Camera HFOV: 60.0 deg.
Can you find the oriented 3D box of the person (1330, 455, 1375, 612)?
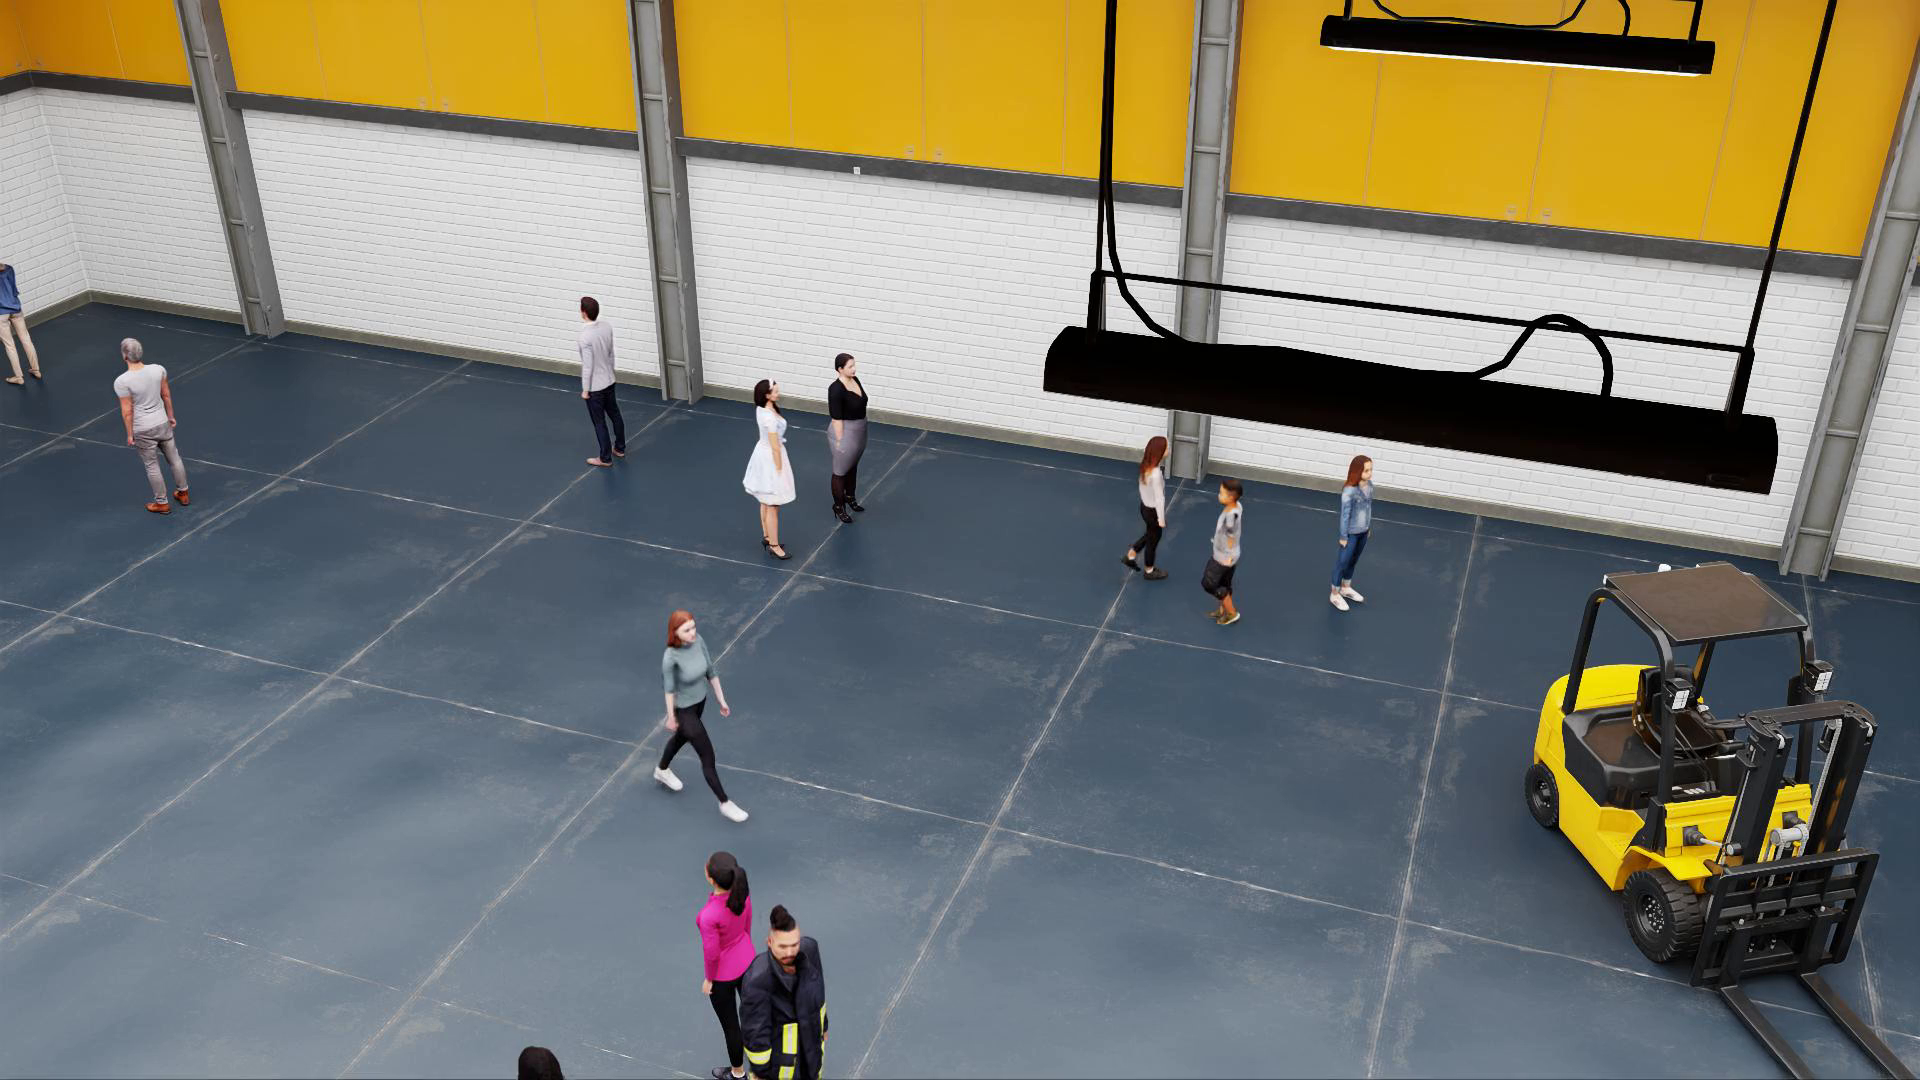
[{"bbox_3d":[3.558,-0.090,15.031,0.637,1.476,0.633,-25,37,-37],"label":"person"}]

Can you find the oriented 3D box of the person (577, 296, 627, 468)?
[{"bbox_3d":[-3.811,-1.681,17.556,0.574,1.850,0.694,13,31,22],"label":"person"}]

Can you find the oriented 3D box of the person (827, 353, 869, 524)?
[{"bbox_3d":[-1.131,-1.034,16.464,0.611,1.760,0.665,11,31,20],"label":"person"}]

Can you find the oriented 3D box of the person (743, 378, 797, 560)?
[{"bbox_3d":[-1.793,-0.680,15.755,0.904,1.818,0.853,-9,30,-15],"label":"person"}]

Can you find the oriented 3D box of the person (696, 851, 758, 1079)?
[{"bbox_3d":[-1.358,2.553,9.953,0.632,1.698,0.632,17,33,29],"label":"person"}]

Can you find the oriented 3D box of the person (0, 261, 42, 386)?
[{"bbox_3d":[-11.194,-2.666,19.521,0.606,1.697,0.642,15,32,25],"label":"person"}]

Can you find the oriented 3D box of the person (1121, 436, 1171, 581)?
[{"bbox_3d":[1.712,-0.275,15.369,0.781,1.476,0.702,-3,29,-6],"label":"person"}]

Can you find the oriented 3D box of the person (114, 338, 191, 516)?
[{"bbox_3d":[-8.063,-1.142,16.588,0.636,1.831,0.735,17,33,28],"label":"person"}]

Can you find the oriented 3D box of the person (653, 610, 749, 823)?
[{"bbox_3d":[-2.055,1.248,12.346,1.189,1.698,0.695,15,32,26],"label":"person"}]

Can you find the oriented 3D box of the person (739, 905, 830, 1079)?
[{"bbox_3d":[-0.975,2.795,9.334,0.835,1.866,0.847,23,36,36],"label":"person"}]

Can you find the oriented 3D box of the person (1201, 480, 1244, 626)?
[{"bbox_3d":[2.432,0.066,14.774,0.618,1.448,0.611,6,29,11],"label":"person"}]
